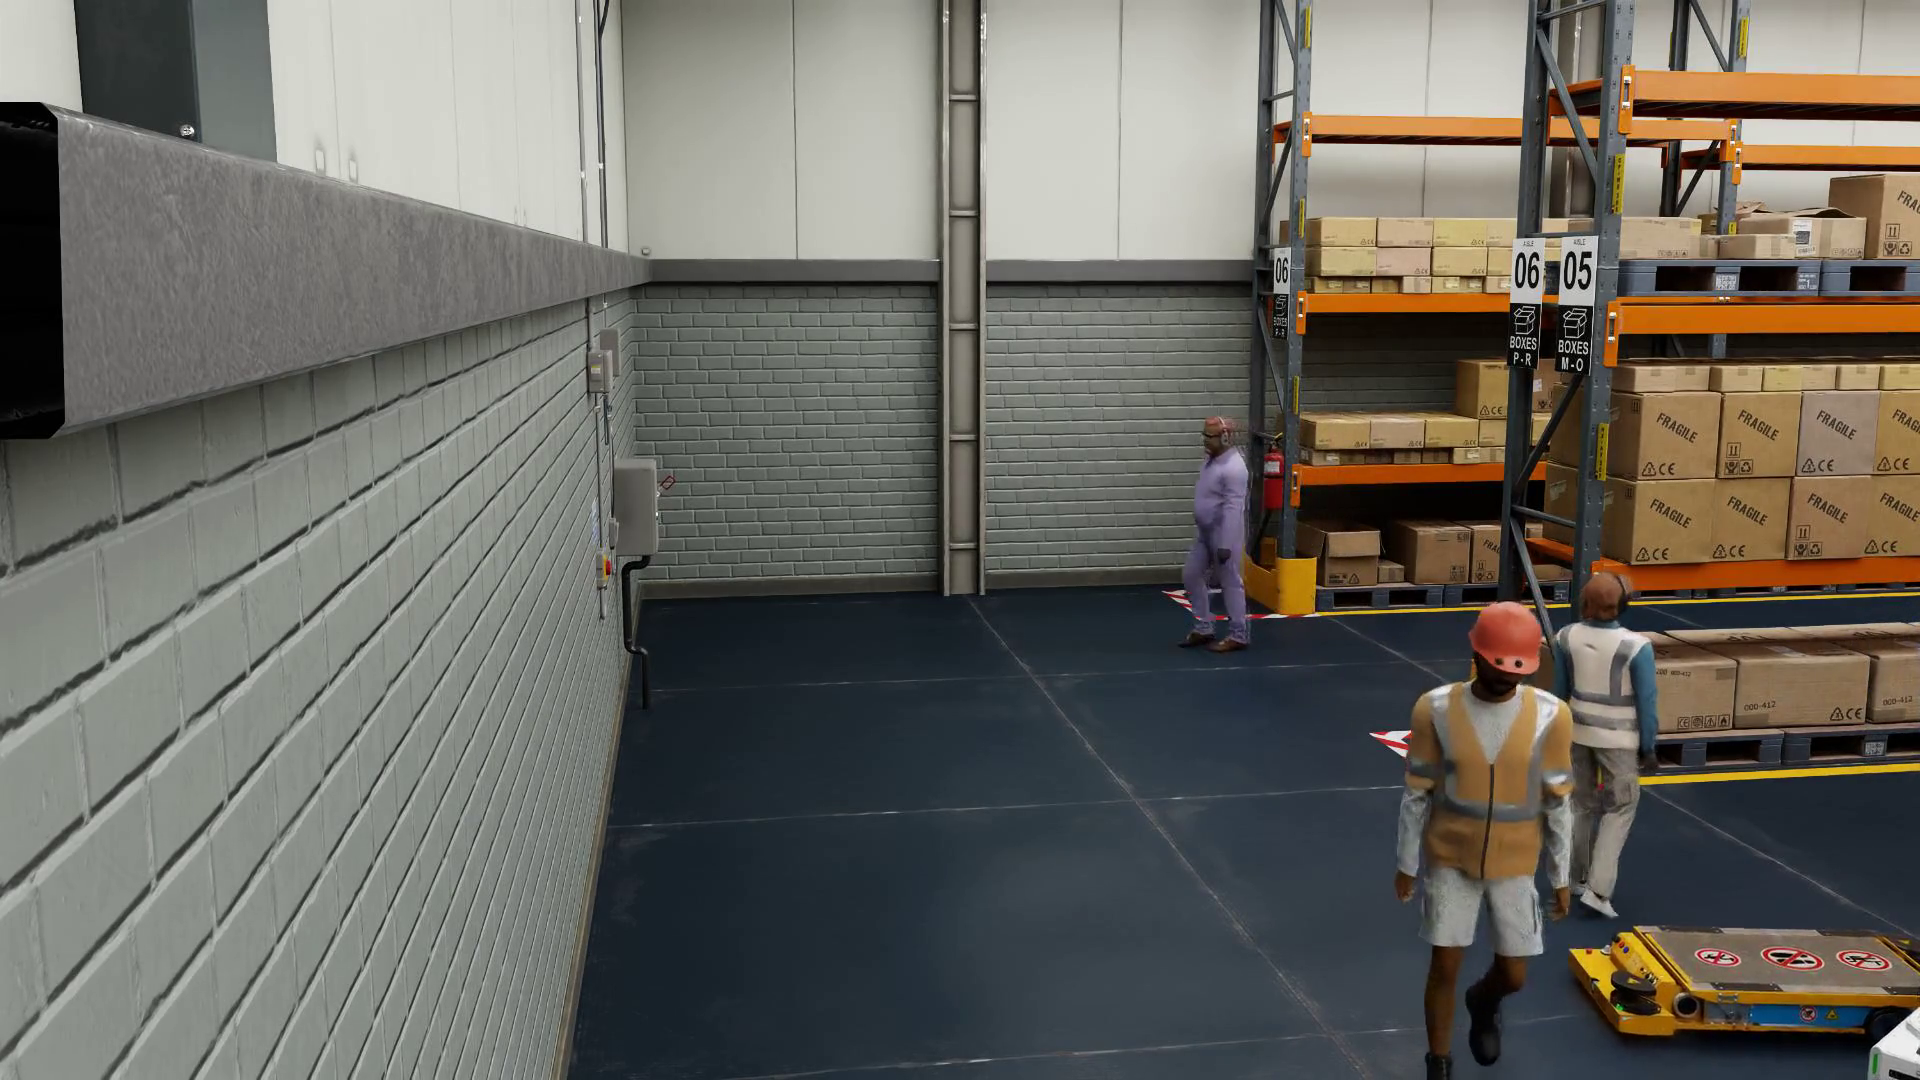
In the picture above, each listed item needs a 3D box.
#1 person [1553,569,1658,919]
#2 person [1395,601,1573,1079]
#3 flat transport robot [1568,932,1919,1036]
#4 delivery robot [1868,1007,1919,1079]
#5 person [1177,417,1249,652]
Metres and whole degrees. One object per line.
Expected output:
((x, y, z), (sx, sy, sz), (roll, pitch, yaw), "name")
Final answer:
((3.045, 0.960, 7.892), (0.386, 1.655, 0.521), (-6, 11, -34), "person")
((1.864, 1.127, 5.952), (0.615, 1.910, 0.613), (2, 9, 14), "person")
((3.319, 1.804, 6.808), (1.431, 0.197, 0.652), (1, 9, 3), "flat transport robot")
((3.431, 1.788, 5.749), (0.707, 0.478, 0.477), (-9, 12, -42), "delivery robot")
((1.993, -0.032, 13.155), (0.676, 1.883, 0.670), (-2, 9, -12), "person")
